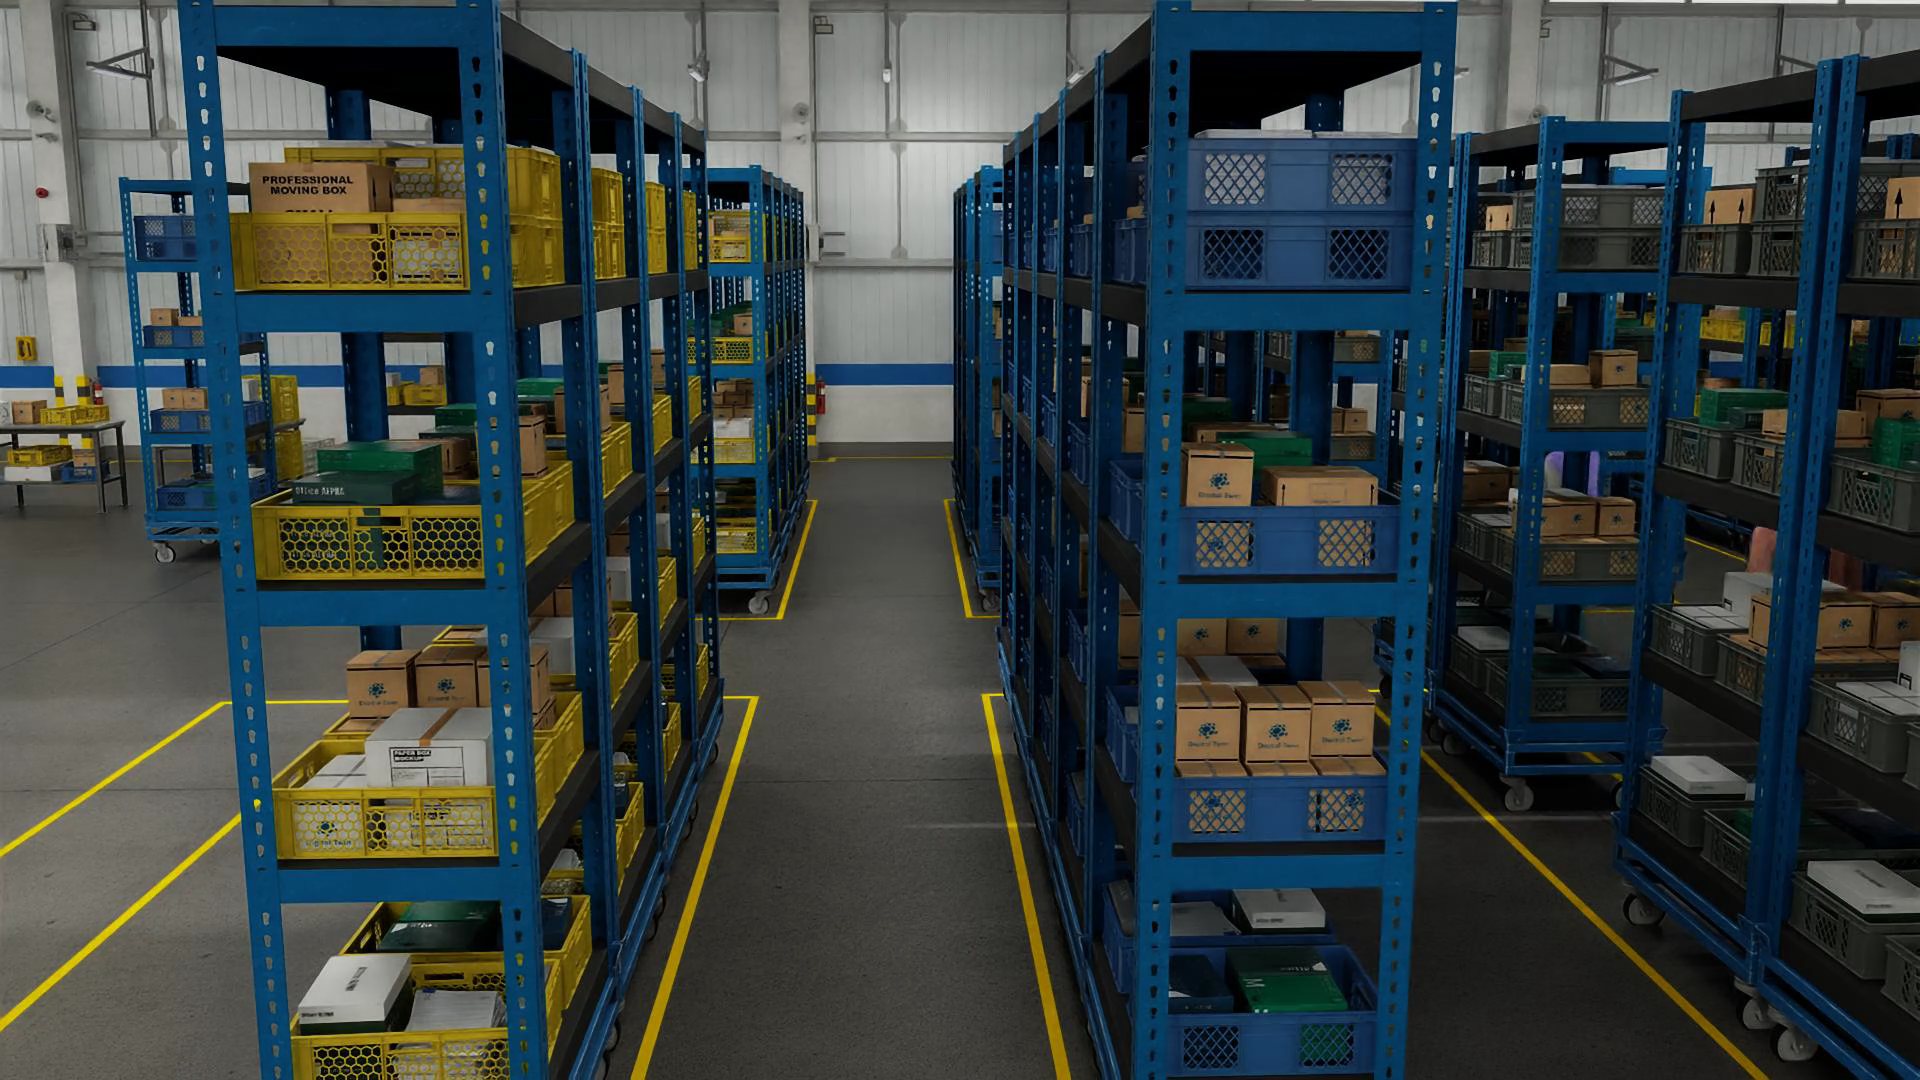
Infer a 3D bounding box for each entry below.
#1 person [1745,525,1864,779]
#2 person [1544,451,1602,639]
[{"bbox_3d":[4.308,0.494,8.531,0.638,1.980,0.508,-1,10,-8],"label":"person"},{"bbox_3d":[4.421,-0.054,12.062,0.570,1.843,0.379,-7,12,-36],"label":"person"}]
